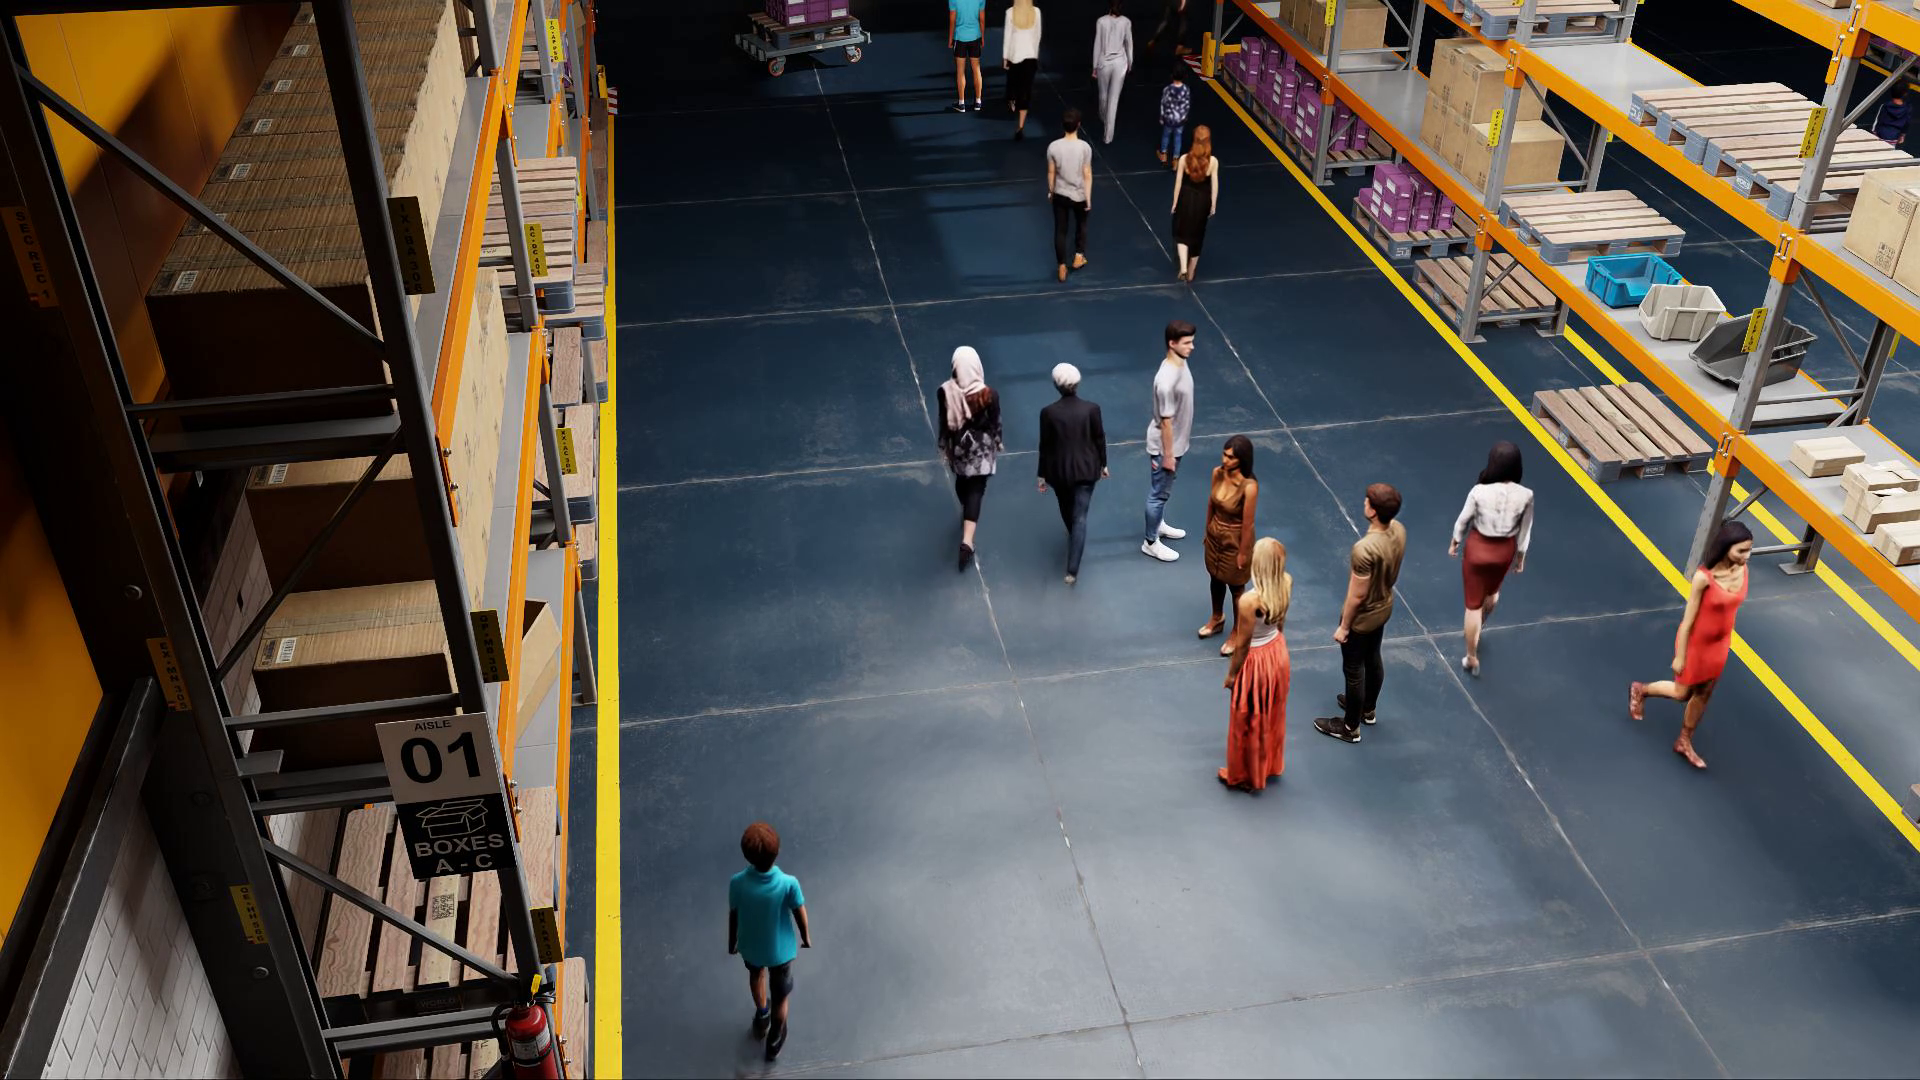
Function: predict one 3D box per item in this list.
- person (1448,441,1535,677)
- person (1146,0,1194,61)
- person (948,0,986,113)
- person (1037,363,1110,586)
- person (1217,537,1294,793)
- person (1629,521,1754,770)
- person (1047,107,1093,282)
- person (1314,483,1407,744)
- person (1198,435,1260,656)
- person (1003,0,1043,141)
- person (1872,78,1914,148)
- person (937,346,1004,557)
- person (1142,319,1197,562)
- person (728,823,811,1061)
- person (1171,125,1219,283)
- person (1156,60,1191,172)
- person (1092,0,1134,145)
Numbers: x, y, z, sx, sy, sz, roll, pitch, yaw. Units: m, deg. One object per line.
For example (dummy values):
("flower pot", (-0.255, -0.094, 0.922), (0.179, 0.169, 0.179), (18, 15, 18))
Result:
("person", (3.510, 0.174, 11.021), (0.740, 1.735, 0.886), (3, 34, 4))
("person", (2.844, -7.249, 22.242), (0.993, 1.676, 1.072), (-26, 41, -33))
("person", (0.091, -6.204, 20.581), (0.632, 1.774, 0.517), (-8, 34, -12))
("person", (0.867, -0.432, 12.208), (0.962, 1.732, 1.177), (3, 34, 5))
("person", (1.814, 0.759, 10.080), (0.729, 1.802, 0.752), (-27, 42, -34))
("person", (4.577, 0.606, 10.395), (0.732, 1.708, 0.950), (-14, 36, -20))
("person", (1.063, -3.375, 16.386), (0.774, 1.706, 0.863), (8, 34, 11))
("person", (2.565, 0.455, 10.493), (0.782, 1.851, 0.750), (26, 41, 33))
("person", (1.838, 0.020, 11.296), (0.694, 1.686, 0.584), (-22, 39, -29))
("person", (0.754, -5.596, 19.635), (0.742, 1.808, 1.186), (-2, 34, -3))
("person", (10.385, -4.560, 18.604), (0.586, 1.224, 0.597), (9, 35, 13))
("person", (0.069, -0.642, 12.369), (0.909, 1.601, 1.179), (7, 34, 11))
("person", (1.539, -0.757, 12.285), (0.815, 1.886, 0.672), (9, 35, 14))
("person", (-0.989, 2.085, 8.420), (0.633, 1.432, 0.676), (3, 34, 4))
("person", (2.284, -3.226, 16.247), (0.683, 1.613, 0.805), (2, 34, 3))
("person", (2.463, -4.837, 19.014), (0.522, 1.233, 0.703), (-4, 34, -7))
("person", (1.787, -5.526, 19.604), (0.824, 1.727, 1.160), (3, 34, 4))
